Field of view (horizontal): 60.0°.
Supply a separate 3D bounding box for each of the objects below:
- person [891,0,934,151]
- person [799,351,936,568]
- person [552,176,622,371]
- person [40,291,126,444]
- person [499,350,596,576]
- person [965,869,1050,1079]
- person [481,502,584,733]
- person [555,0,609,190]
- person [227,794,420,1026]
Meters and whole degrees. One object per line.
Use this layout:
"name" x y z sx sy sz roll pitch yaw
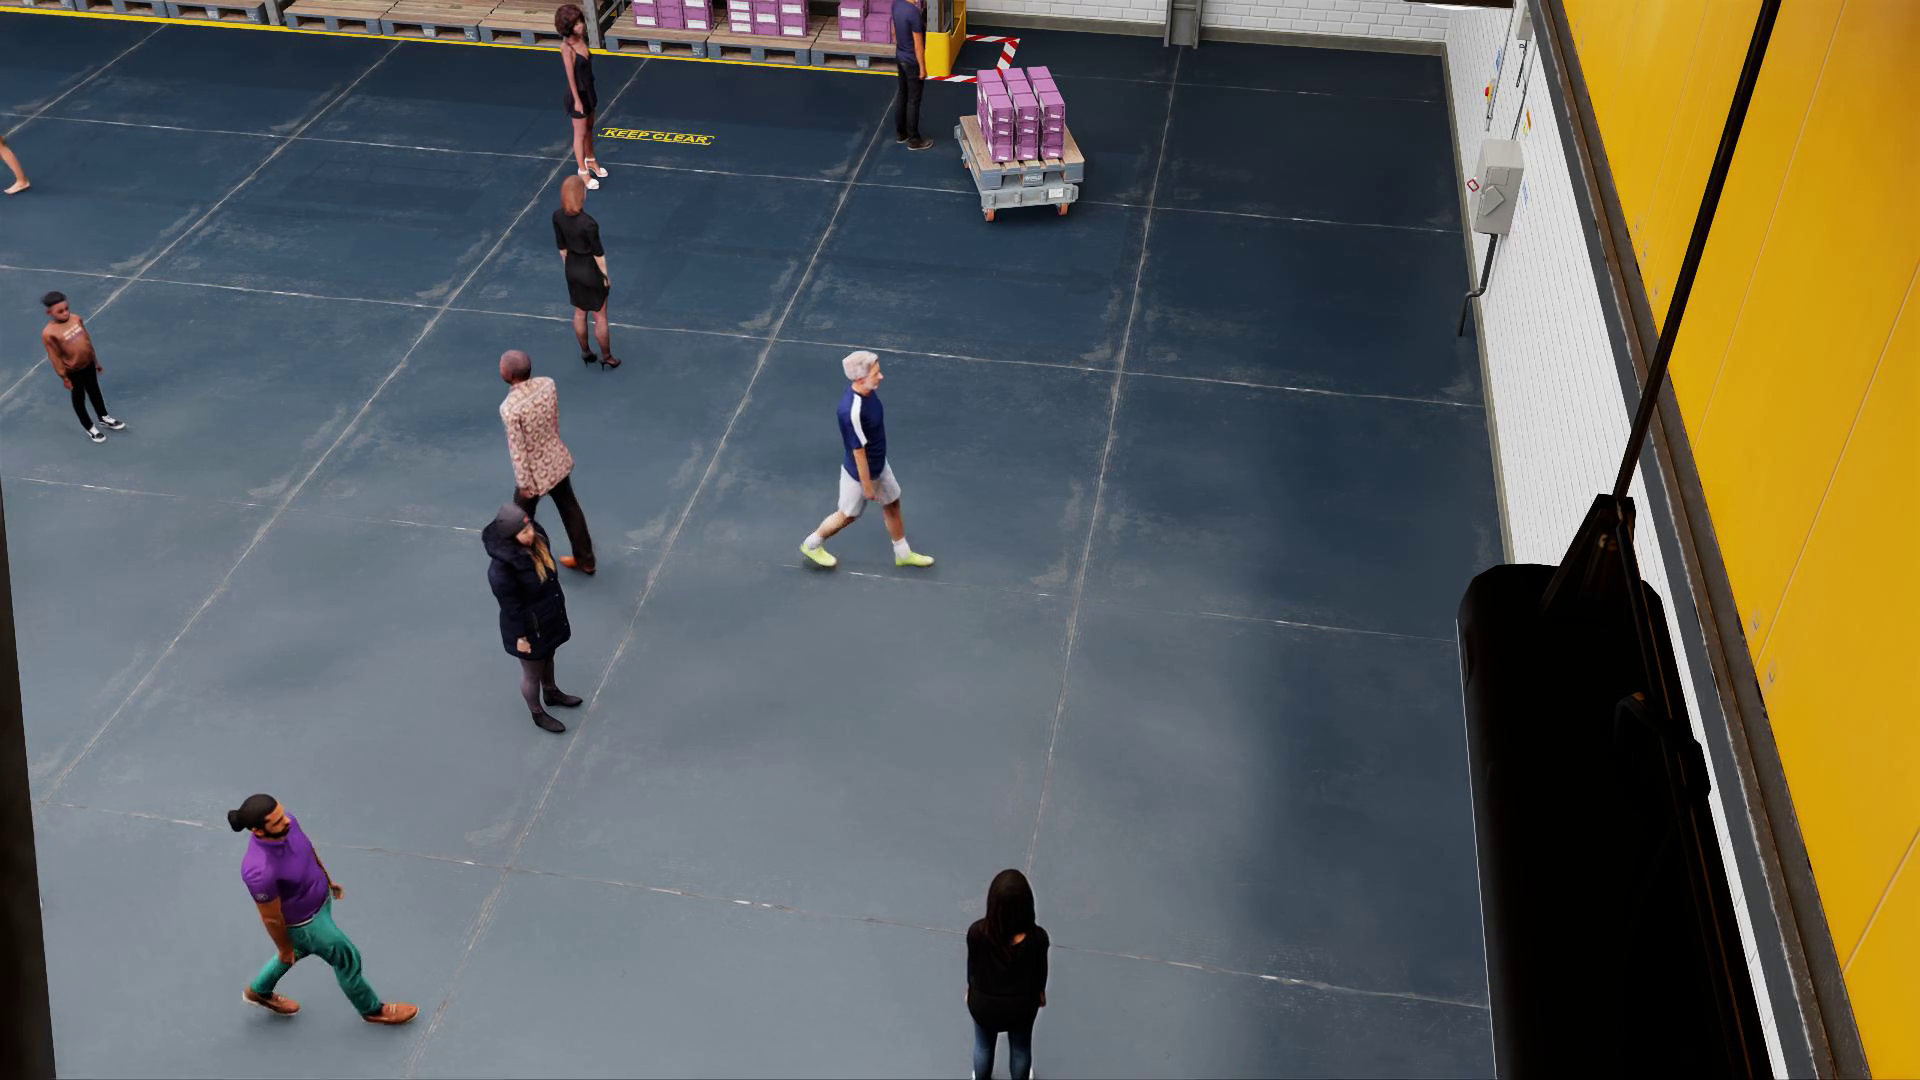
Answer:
"person" -0.518 -4.841 16.786 0.761 1.792 0.714 -21 43 -25
"person" -0.738 -0.500 11.347 1.184 1.797 0.667 5 39 7
"person" -3.040 -2.150 13.486 0.529 1.705 0.698 17 42 20
"person" -6.835 -1.362 12.861 0.535 1.254 0.561 15 41 18
"person" -2.785 -0.467 11.324 1.172 1.774 0.954 19 42 22
"person" 0.212 2.210 8.075 0.490 1.645 0.633 1 39 2
"person" -2.640 0.465 10.237 0.667 1.674 0.682 9 40 11
"person" -3.678 -4.298 16.109 0.520 1.790 0.538 7 39 8
"person" -3.408 1.890 8.400 1.204 1.739 0.873 -5 39 -6
